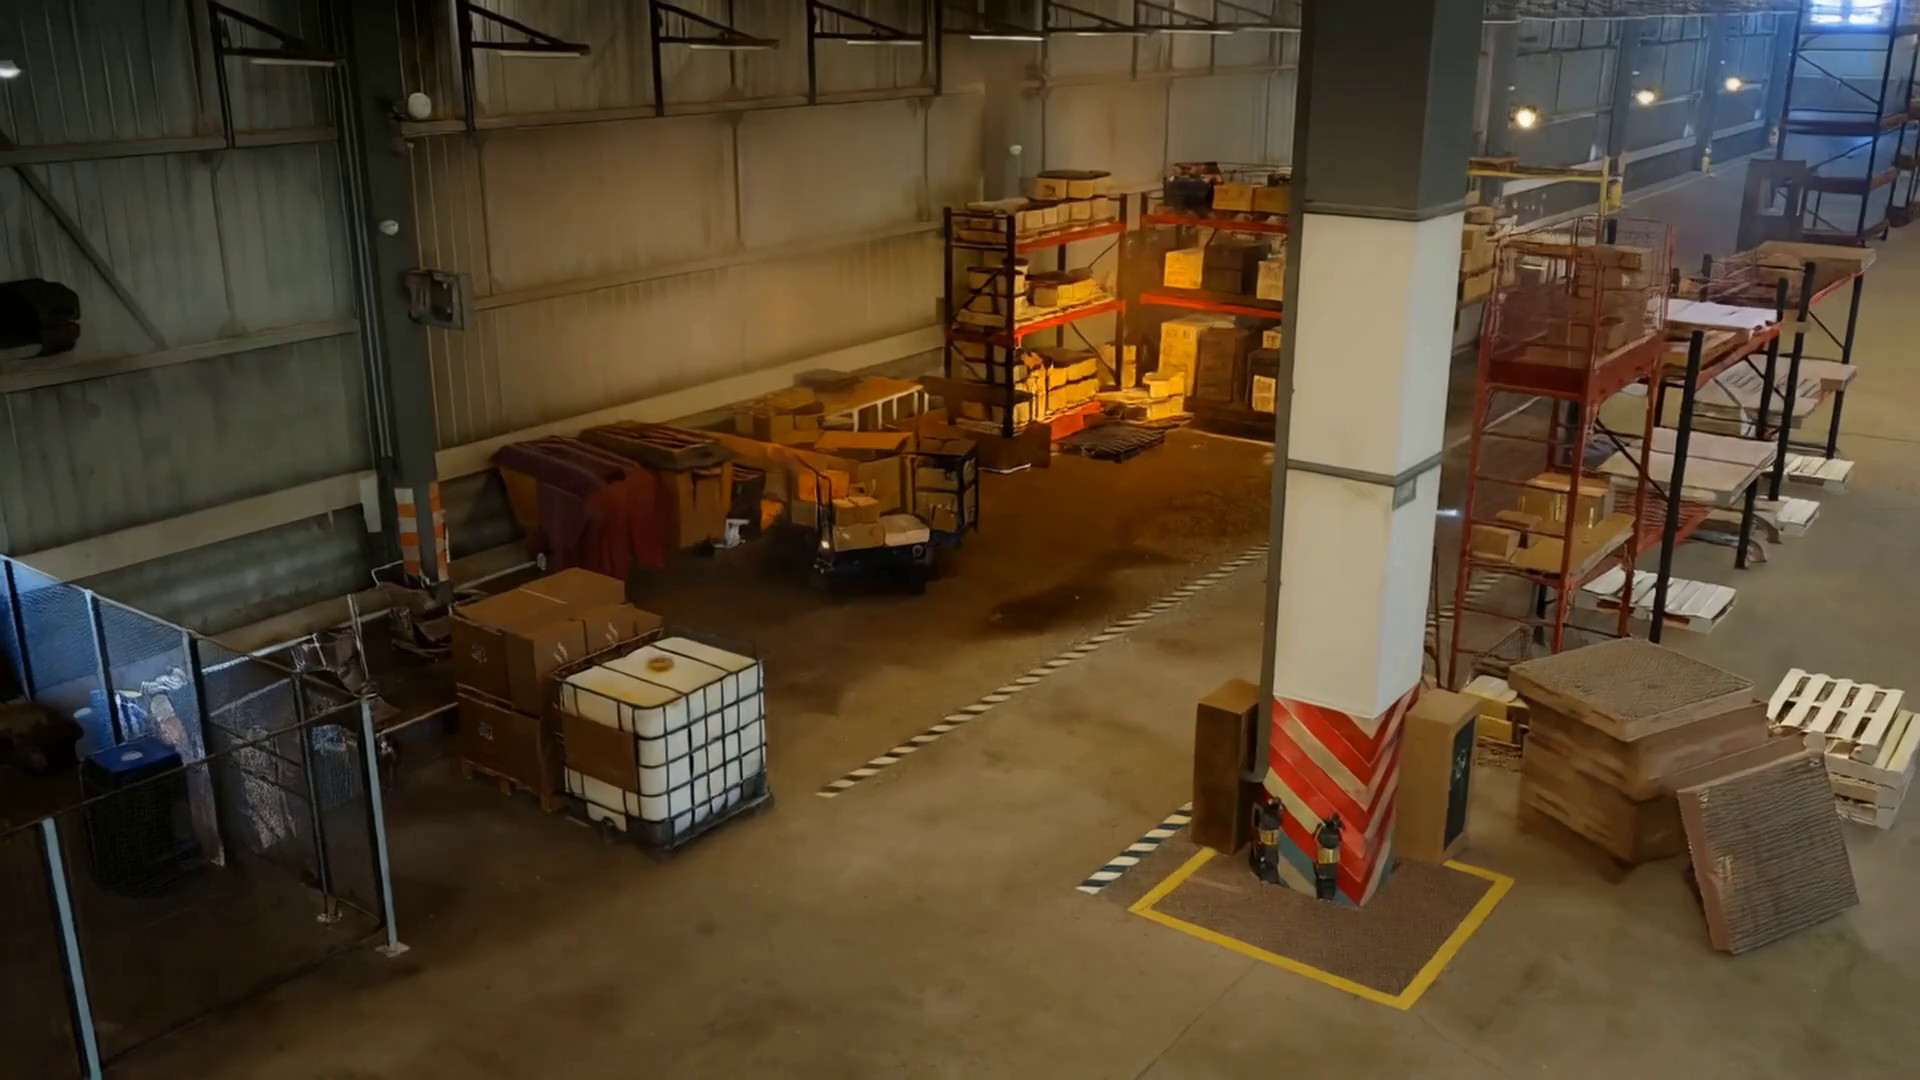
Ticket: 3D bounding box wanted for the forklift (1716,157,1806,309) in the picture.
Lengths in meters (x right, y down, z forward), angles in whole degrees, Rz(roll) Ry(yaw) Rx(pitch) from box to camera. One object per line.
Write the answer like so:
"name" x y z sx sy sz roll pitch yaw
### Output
"forklift" 15.143 -5.756 31.236 1.129 2.768 1.873 13 22 34
